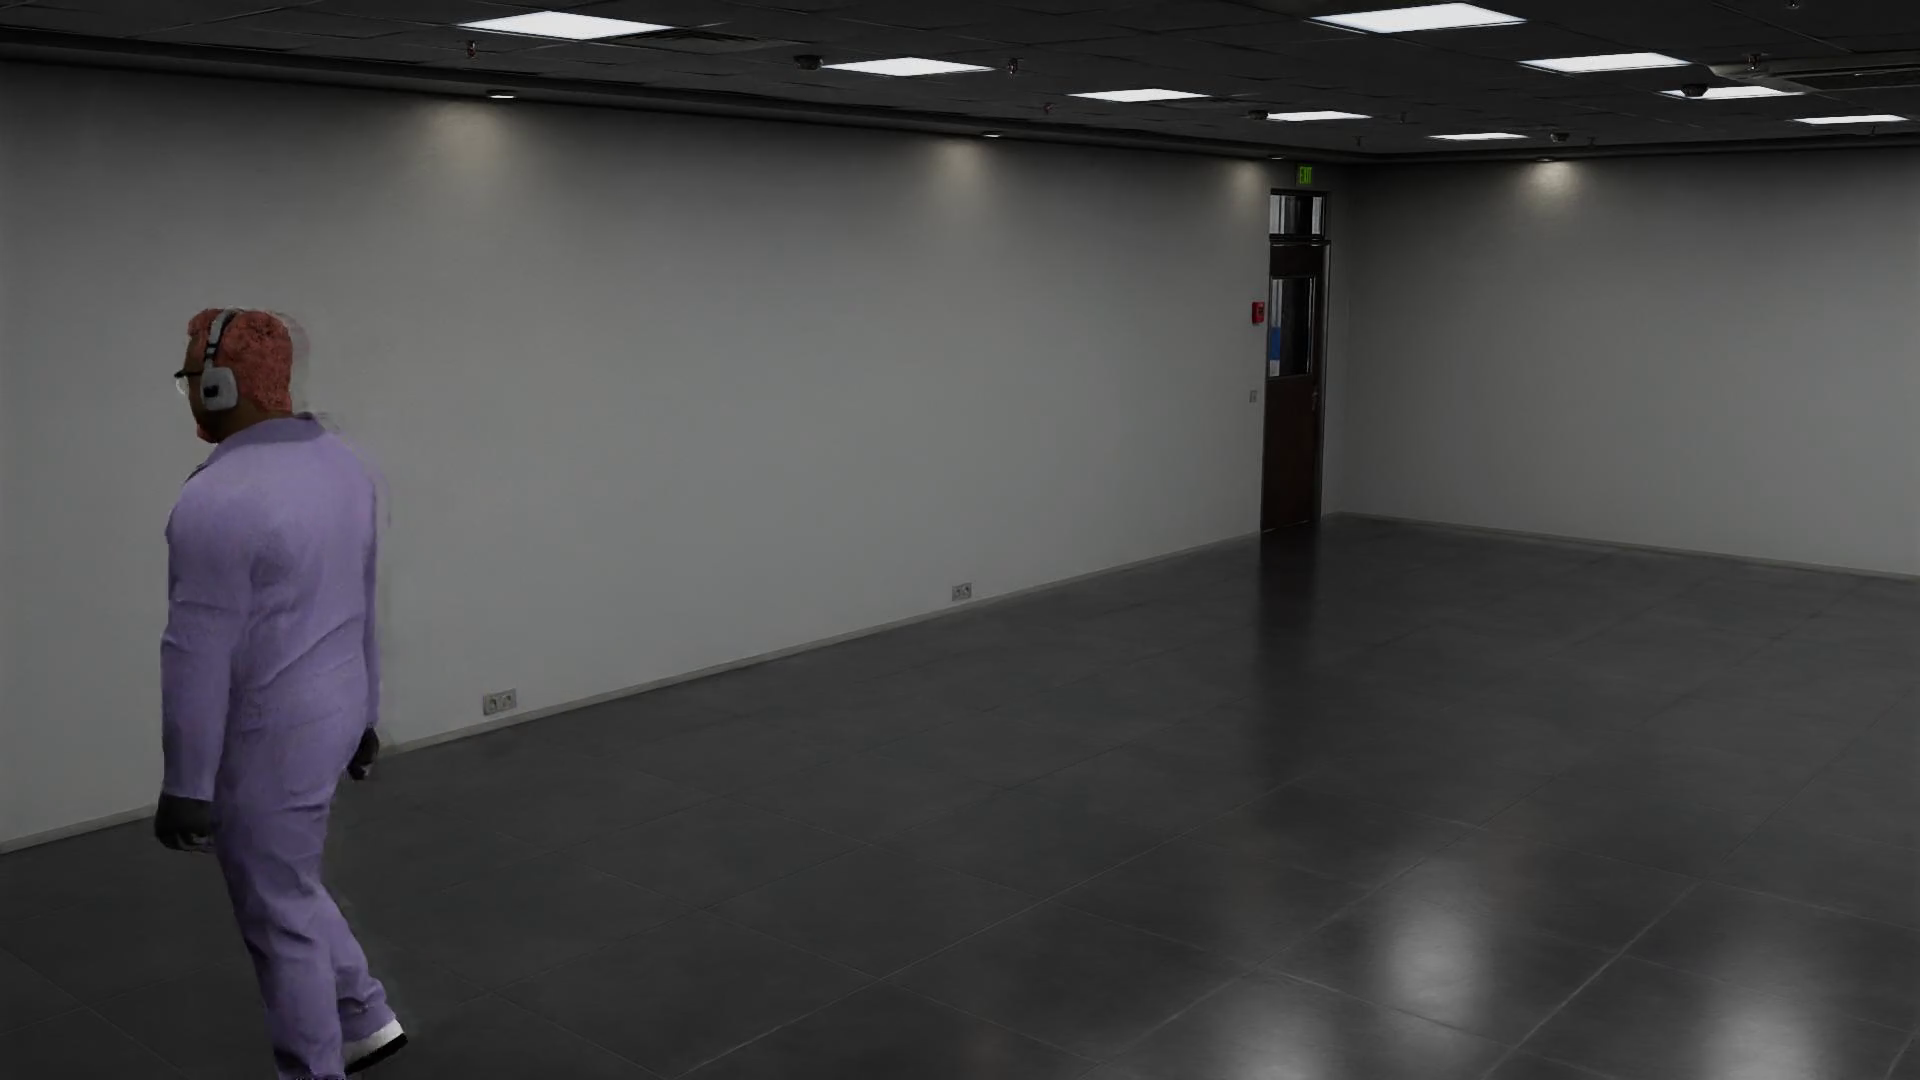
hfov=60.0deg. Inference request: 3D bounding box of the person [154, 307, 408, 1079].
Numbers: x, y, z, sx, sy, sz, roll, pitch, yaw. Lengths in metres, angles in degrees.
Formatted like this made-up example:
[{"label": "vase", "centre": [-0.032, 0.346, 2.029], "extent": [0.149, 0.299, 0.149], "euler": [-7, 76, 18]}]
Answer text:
[{"label": "person", "centre": [-1.547, 0.438, 3.701], "extent": [0.428, 1.892, 0.646], "euler": [1, 10, 3]}]
